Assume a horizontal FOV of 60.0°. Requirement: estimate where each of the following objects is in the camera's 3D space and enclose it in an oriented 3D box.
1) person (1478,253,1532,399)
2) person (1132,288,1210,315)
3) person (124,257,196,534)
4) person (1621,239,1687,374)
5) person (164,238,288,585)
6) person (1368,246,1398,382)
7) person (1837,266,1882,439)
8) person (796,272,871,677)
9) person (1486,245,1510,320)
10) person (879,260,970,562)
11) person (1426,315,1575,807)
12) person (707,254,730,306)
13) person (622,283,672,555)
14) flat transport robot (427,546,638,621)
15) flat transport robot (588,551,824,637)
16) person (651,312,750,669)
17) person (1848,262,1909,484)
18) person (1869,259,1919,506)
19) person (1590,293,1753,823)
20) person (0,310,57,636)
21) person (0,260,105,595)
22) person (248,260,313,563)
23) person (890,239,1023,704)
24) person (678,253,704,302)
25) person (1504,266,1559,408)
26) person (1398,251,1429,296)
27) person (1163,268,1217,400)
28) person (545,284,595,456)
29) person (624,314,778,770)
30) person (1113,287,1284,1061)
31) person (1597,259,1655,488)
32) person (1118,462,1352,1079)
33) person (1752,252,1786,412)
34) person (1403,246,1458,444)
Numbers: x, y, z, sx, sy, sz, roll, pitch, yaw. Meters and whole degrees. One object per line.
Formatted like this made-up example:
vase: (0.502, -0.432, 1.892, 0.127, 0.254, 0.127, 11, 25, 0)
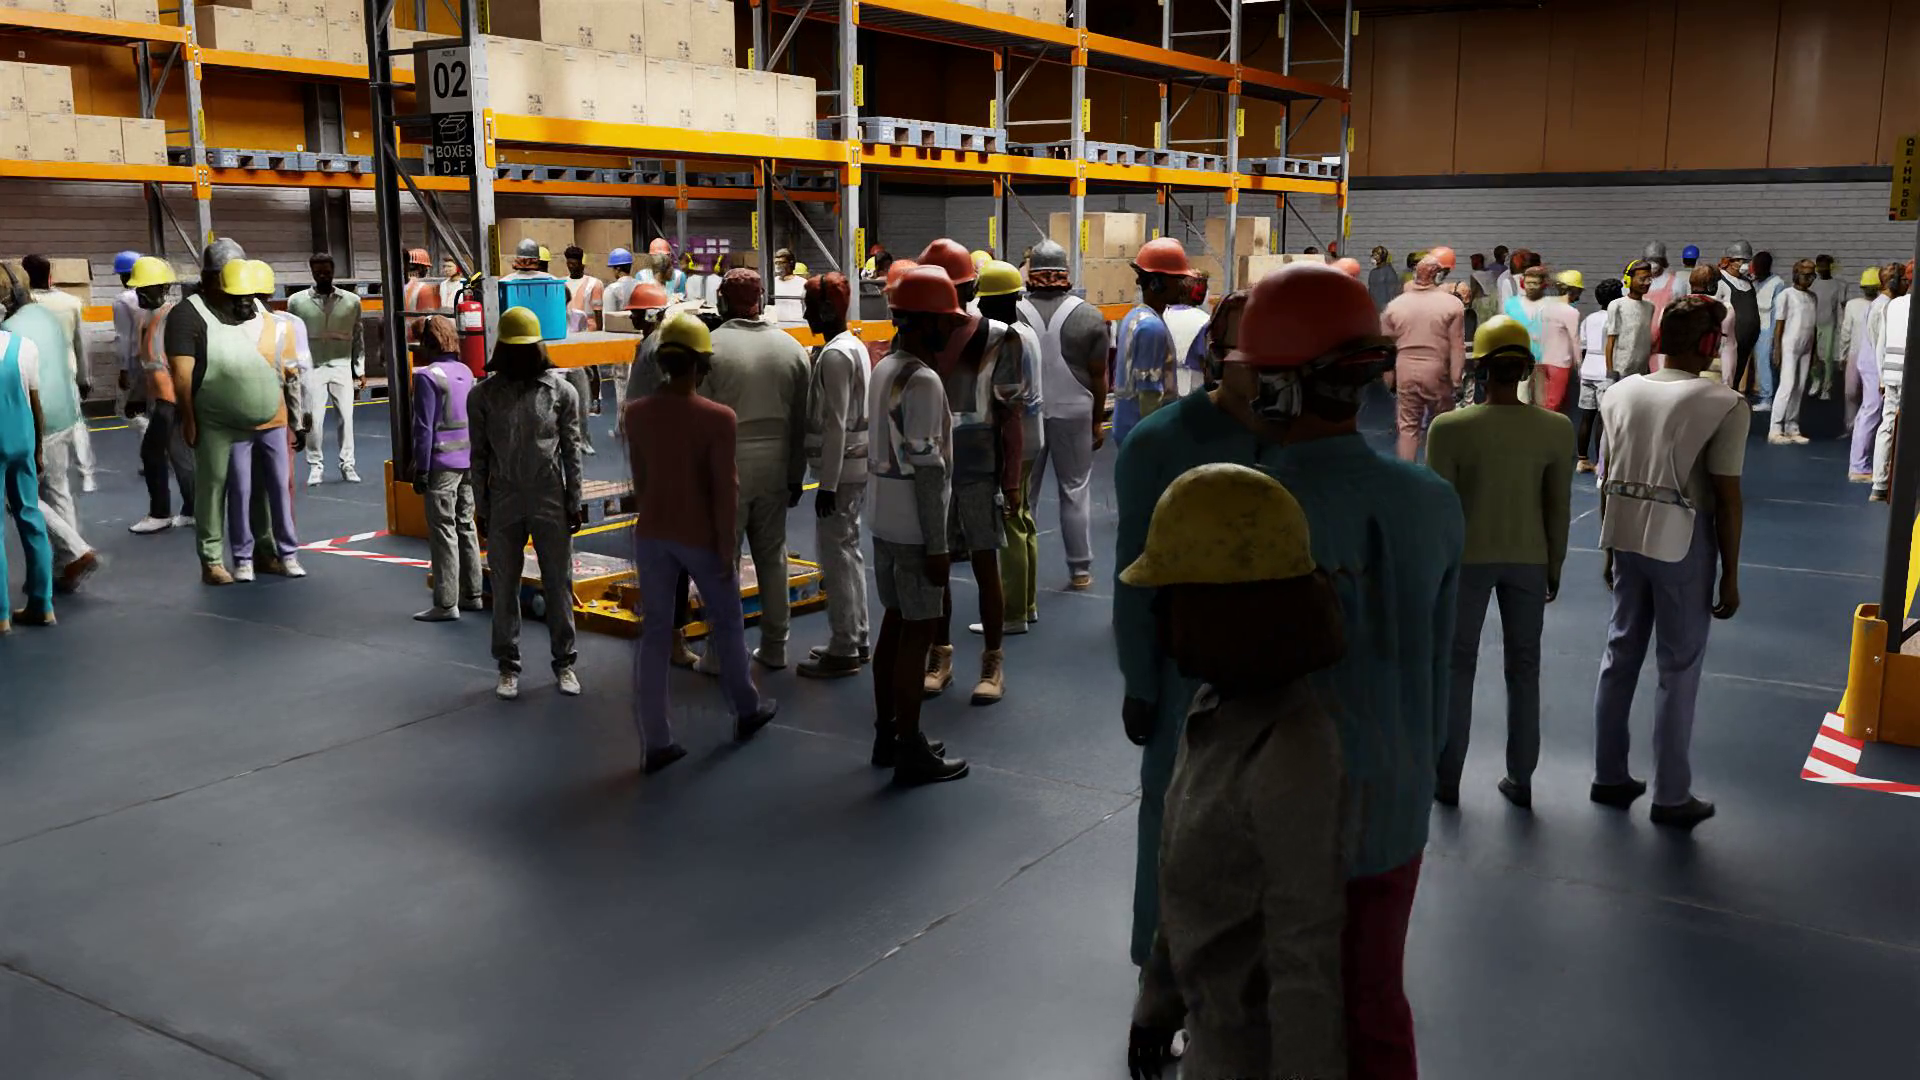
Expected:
person: (7.137, -2.770, 21.509, 0.590, 1.849, 0.900, -3, 11, -17)
person: (1.769, -1.590, 14.443, 0.689, 2.000, 1.019, 8, 13, 36)
person: (-5.607, -0.994, 11.530, 0.692, 1.903, 0.662, -8, 13, -38)
person: (7.257, -2.147, 17.525, 0.686, 2.000, 0.536, 4, 11, 22)
person: (-4.286, -0.767, 9.881, 0.535, 2.000, 0.684, 7, 13, 35)
person: (6.026, -3.241, 23.871, 0.354, 1.937, 0.635, -3, 11, -16)
person: (9.133, -1.864, 16.748, 0.348, 1.771, 0.536, -9, 13, -40)
person: (-0.573, -0.304, 7.780, 0.371, 1.876, 0.600, 1, 10, 3)
person: (8.779, -3.831, 27.141, 0.372, 1.940, 0.632, 9, 14, 41)
person: (-0.225, -0.774, 10.312, 0.656, 1.895, 0.582, -5, 11, -24)
person: (1.902, 0.083, 5.956, 0.525, 1.760, 0.340, 1, 10, 3)
person: (-3.161, -2.868, 22.125, 0.436, 1.831, 0.651, -6, 12, -30)
person: (-1.935, -0.728, 10.455, 0.327, 1.753, 0.562, -3, 11, -16)
flat transport robot: (-2.299, 0.217, 9.330, 1.431, 0.197, 0.652, 8, 13, 39)
flat transport robot: (-1.238, 0.277, 9.001, 0.652, 0.197, 1.431, 8, 13, 39)
person: (-1.224, -0.239, 7.935, 0.539, 1.691, 0.320, -10, 14, -44)
person: (7.679, -1.386, 13.884, 0.345, 1.838, 0.507, 4, 11, 22)
person: (7.262, -1.202, 12.722, 0.344, 1.882, 0.585, -2, 10, -10)
person: (2.451, 0.069, 5.810, 0.392, 1.838, 0.561, -6, 12, -29)
person: (-4.956, -0.428, 8.561, 0.340, 1.840, 0.503, 6, 12, 29)
person: (-5.163, -0.607, 9.324, 0.461, 1.914, 0.692, -2, 10, -11)
person: (-4.407, -0.809, 10.504, 0.601, 1.898, 0.589, -6, 12, -29)
person: (-0.031, -0.290, 7.290, 0.618, 2.028, 0.410, 3, 11, 16)
person: (-3.588, -2.893, 22.179, 0.425, 1.852, 0.551, -7, 12, -34)
person: (5.295, -1.622, 15.335, 0.596, 1.790, 0.996, 6, 12, 30)
person: (6.622, -3.281, 24.304, 0.975, 1.873, 0.596, -6, 12, -28)
person: (1.623, -1.030, 11.932, 0.464, 1.821, 0.597, -7, 12, -35)
person: (-3.689, -1.582, 15.548, 0.525, 1.626, 0.320, -6, 12, -32)
person: (-1.039, -0.015, 6.561, 0.530, 1.733, 0.833, 4, 11, 19)
person: (0.698, 0.335, 4.143, 0.642, 1.910, 0.401, -2, 10, -12)
person: (5.423, -1.327, 13.463, 0.532, 1.869, 0.311, -6, 12, -29)
person: (0.351, 0.748, 2.343, 0.388, 1.730, 0.499, 1, 10, 4)
person: (9.622, -2.469, 19.798, 0.564, 1.876, 0.640, 0, 10, -2)
person: (4.659, -1.923, 16.504, 0.441, 1.960, 0.635, -9, 14, -42)
